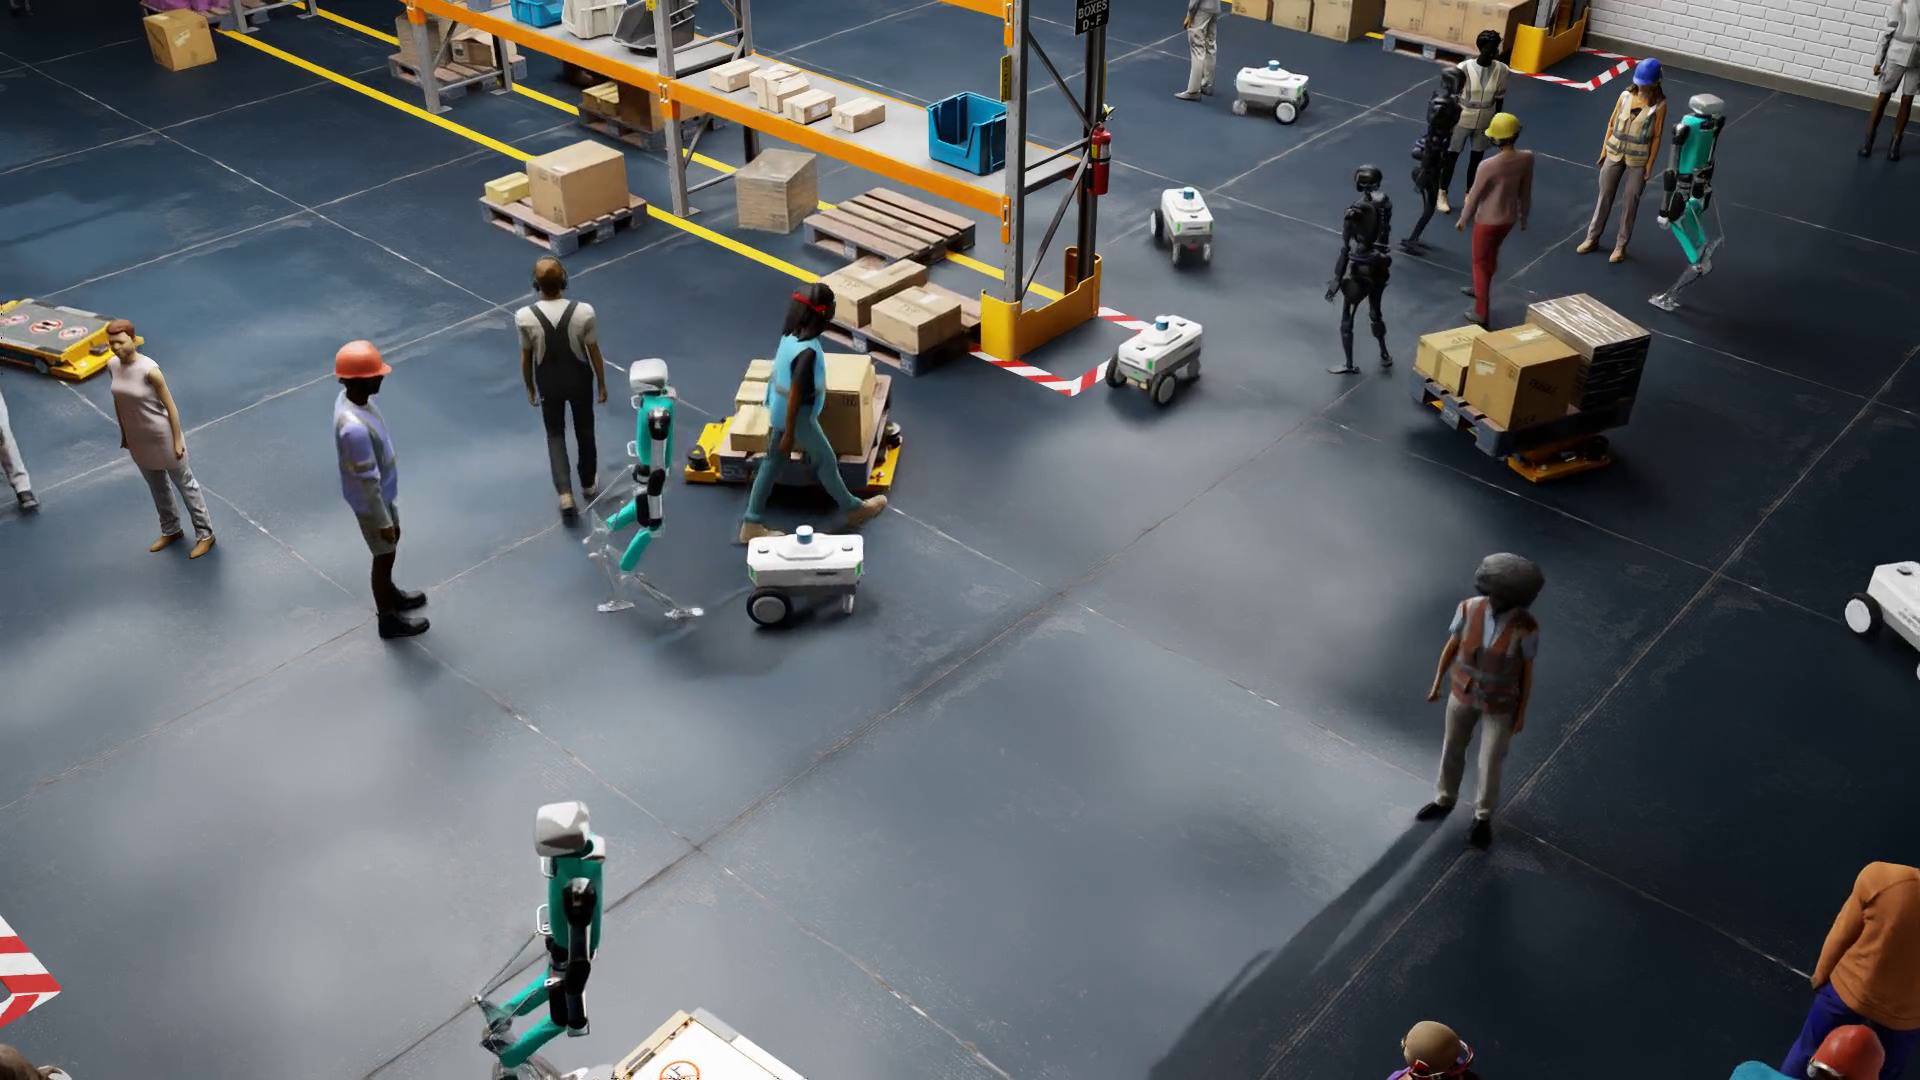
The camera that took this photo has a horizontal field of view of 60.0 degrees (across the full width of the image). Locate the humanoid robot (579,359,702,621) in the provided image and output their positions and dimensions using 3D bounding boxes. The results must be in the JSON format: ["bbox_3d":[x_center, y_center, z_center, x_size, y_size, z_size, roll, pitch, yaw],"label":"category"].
[{"bbox_3d":[-2.037,-0.220,9.872,0.836,1.781,0.530,-8,35,-11],"label":"humanoid robot"}]

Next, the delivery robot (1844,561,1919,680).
[{"bbox_3d":[5.739,0.444,9.888,0.499,0.565,0.745,-8,35,-11],"label":"delivery robot"}]

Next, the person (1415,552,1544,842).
[{"bbox_3d":[2.652,0.788,8.420,0.489,1.688,0.339,26,42,32],"label":"person"}]

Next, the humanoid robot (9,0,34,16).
[{"bbox_3d":[-11.443,-7.123,19.891,0.605,1.636,0.354,-20,39,-26],"label":"humanoid robot"}]

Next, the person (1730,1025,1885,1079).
[{"bbox_3d":[2.966,2.386,6.076,0.607,1.712,0.576,-19,39,-25],"label":"person"}]

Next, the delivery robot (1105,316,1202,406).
[{"bbox_3d":[1.499,-1.392,12.589,0.499,0.609,0.805,27,43,33],"label":"delivery robot"}]

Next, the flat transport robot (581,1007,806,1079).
[{"bbox_3d":[-0.927,2.551,7.115,1.431,0.231,0.659,24,41,30],"label":"flat transport robot"}]

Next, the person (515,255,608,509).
[{"bbox_3d":[-2.586,-1.018,10.914,0.524,1.833,0.519,-7,35,-10],"label":"person"}]

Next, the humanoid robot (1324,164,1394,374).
[{"bbox_3d":[3.083,-2.000,12.473,0.609,1.648,0.473,-25,42,-32],"label":"humanoid robot"}]

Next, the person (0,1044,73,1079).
[{"bbox_3d":[-3.277,2.419,6.077,0.339,1.659,0.491,2,35,3],"label":"person"}]

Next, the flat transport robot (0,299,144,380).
[{"bbox_3d":[-7.253,-1.602,13.131,1.431,0.231,0.659,13,37,18],"label":"flat transport robot"}]

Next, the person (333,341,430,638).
[{"bbox_3d":[-3.387,-0.263,9.737,0.416,1.923,0.637,-9,36,-13],"label":"person"}]

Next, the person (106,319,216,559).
[{"bbox_3d":[-5.100,-0.637,10.503,0.458,1.663,0.277,10,36,14],"label":"person"}]

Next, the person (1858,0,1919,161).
[{"bbox_3d":[9.151,-4.635,16.074,0.547,1.924,0.387,14,37,19],"label":"person"}]

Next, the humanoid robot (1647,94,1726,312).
[{"bbox_3d":[5.926,-2.628,13.297,0.532,1.762,0.674,-20,39,-26],"label":"humanoid robot"}]

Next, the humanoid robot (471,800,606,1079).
[{"bbox_3d":[-1.758,1.809,6.844,0.750,1.729,0.530,-8,35,-12],"label":"humanoid robot"}]

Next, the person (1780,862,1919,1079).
[{"bbox_3d":[3.720,1.815,6.688,0.518,1.971,0.404,23,41,29],"label":"person"}]

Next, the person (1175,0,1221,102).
[{"bbox_3d":[2.563,-5.555,17.423,0.393,1.902,0.536,26,42,32],"label":"person"}]

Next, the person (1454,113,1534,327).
[{"bbox_3d":[4.217,-2.590,13.283,0.565,1.725,0.665,-14,37,-19],"label":"person"}]

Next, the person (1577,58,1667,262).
[{"bbox_3d":[5.687,-3.241,14.182,0.463,1.772,0.319,27,43,33],"label":"person"}]

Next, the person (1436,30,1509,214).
[{"bbox_3d":[4.632,-3.777,15.032,0.531,1.693,0.319,-1,35,-2],"label":"person"}]

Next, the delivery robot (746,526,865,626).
[{"bbox_3d":[-0.970,0.183,10.289,0.760,0.588,0.499,-2,35,-2],"label":"delivery robot"}]

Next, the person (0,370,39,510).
[{"bbox_3d":[-6.589,-1.024,10.984,0.982,1.747,0.599,29,44,35],"label":"person"}]

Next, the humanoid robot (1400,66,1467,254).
[{"bbox_3d":[4.067,-3.259,14.300,0.321,1.650,0.612,20,39,26],"label":"humanoid robot"}]

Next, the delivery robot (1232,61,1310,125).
[{"bbox_3d":[3.244,-4.695,17.348,0.757,0.580,0.499,14,37,20],"label":"delivery robot"}]

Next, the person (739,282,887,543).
[{"bbox_3d":[-0.996,-0.796,10.622,1.056,1.787,0.520,-11,36,-16],"label":"person"}]

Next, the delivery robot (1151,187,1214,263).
[{"bbox_3d":[1.990,-2.807,14.634,0.499,0.604,0.808,-3,35,-4],"label":"delivery robot"}]

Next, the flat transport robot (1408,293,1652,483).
[{"bbox_3d":[3.999,-0.891,12.101,0.659,0.231,1.431,-14,37,-19],"label":"flat transport robot"}]

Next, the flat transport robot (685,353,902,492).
[{"bbox_3d":[-1.159,-0.618,11.706,1.431,0.231,0.659,4,35,5],"label":"flat transport robot"}]

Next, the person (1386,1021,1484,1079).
[{"bbox_3d":[1.637,2.369,6.123,0.348,1.693,0.491,22,40,28],"label":"person"}]
